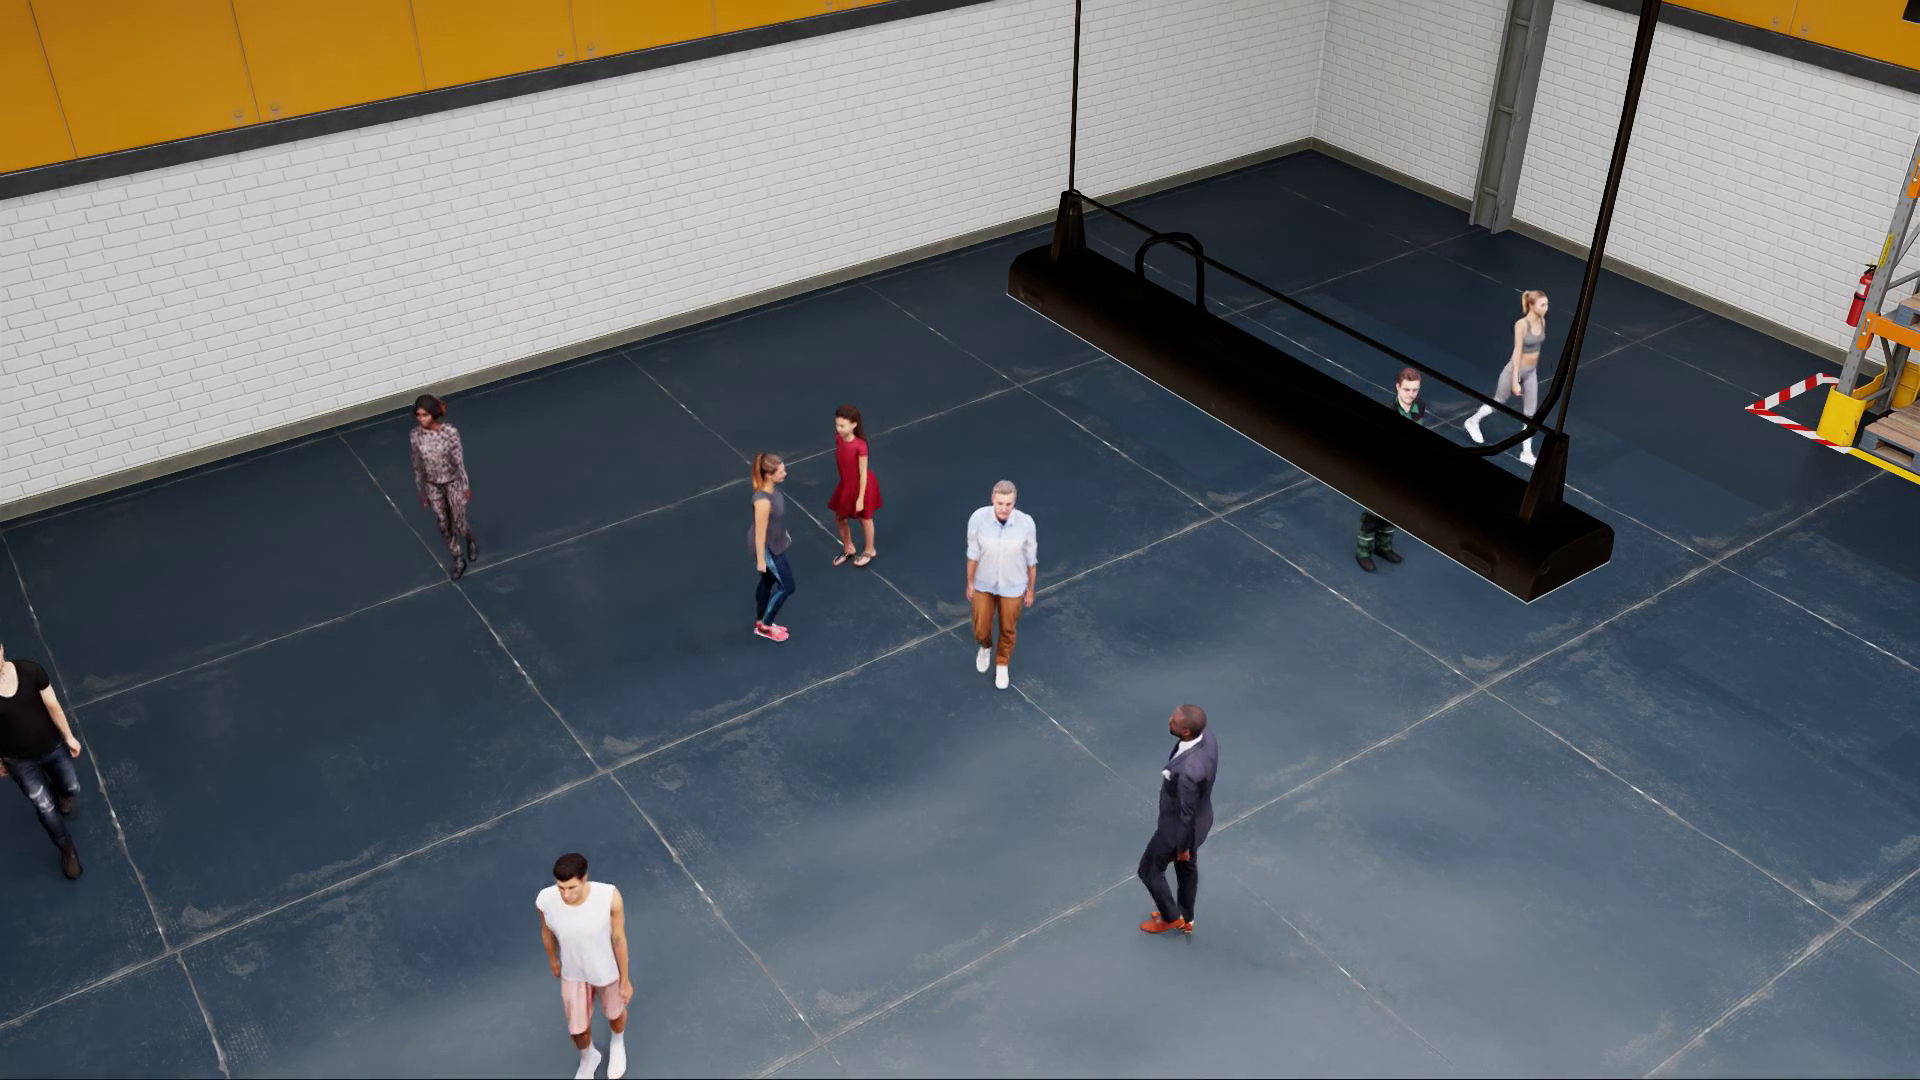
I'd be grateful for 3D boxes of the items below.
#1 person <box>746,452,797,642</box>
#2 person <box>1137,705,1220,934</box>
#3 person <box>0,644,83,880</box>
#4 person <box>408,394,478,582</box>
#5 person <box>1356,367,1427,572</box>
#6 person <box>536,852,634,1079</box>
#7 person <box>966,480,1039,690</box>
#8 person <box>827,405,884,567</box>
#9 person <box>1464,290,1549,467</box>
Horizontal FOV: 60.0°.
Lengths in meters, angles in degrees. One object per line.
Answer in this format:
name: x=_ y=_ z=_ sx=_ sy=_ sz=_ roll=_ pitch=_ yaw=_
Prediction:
person: x=-1.581 y=0.067 z=12.948 sx=0.775 sy=1.710 sz=0.690 roll=-3 pitch=34 yaw=-5
person: x=1.456 y=1.773 z=10.293 sx=0.818 sy=1.807 sz=0.809 roll=14 pitch=36 yaw=19
person: x=-6.094 y=1.320 z=10.908 sx=0.699 sy=1.881 sz=1.012 roll=-23 pitch=40 yaw=-30
person: x=-4.230 y=-0.471 z=13.760 sx=0.757 sy=1.706 sz=0.820 roll=2 pitch=34 yaw=3
person: x=3.590 y=-0.608 z=13.845 sx=0.679 sy=1.840 sz=0.642 roll=-14 pitch=36 yaw=-20
person: x=-2.062 y=2.348 z=9.461 sx=0.778 sy=1.771 sz=0.814 roll=-3 pitch=34 yaw=-4
person: x=0.292 y=0.276 z=12.540 sx=0.843 sy=1.813 sz=0.887 roll=2 pitch=34 yaw=3
person: x=-0.817 y=-0.484 z=13.934 sx=0.649 sy=1.535 sz=0.712 roll=22 pitch=40 yaw=30
person: x=5.098 y=-1.536 z=15.398 sx=0.630 sy=1.666 sz=1.144 roll=-17 pitch=37 yaw=-24
